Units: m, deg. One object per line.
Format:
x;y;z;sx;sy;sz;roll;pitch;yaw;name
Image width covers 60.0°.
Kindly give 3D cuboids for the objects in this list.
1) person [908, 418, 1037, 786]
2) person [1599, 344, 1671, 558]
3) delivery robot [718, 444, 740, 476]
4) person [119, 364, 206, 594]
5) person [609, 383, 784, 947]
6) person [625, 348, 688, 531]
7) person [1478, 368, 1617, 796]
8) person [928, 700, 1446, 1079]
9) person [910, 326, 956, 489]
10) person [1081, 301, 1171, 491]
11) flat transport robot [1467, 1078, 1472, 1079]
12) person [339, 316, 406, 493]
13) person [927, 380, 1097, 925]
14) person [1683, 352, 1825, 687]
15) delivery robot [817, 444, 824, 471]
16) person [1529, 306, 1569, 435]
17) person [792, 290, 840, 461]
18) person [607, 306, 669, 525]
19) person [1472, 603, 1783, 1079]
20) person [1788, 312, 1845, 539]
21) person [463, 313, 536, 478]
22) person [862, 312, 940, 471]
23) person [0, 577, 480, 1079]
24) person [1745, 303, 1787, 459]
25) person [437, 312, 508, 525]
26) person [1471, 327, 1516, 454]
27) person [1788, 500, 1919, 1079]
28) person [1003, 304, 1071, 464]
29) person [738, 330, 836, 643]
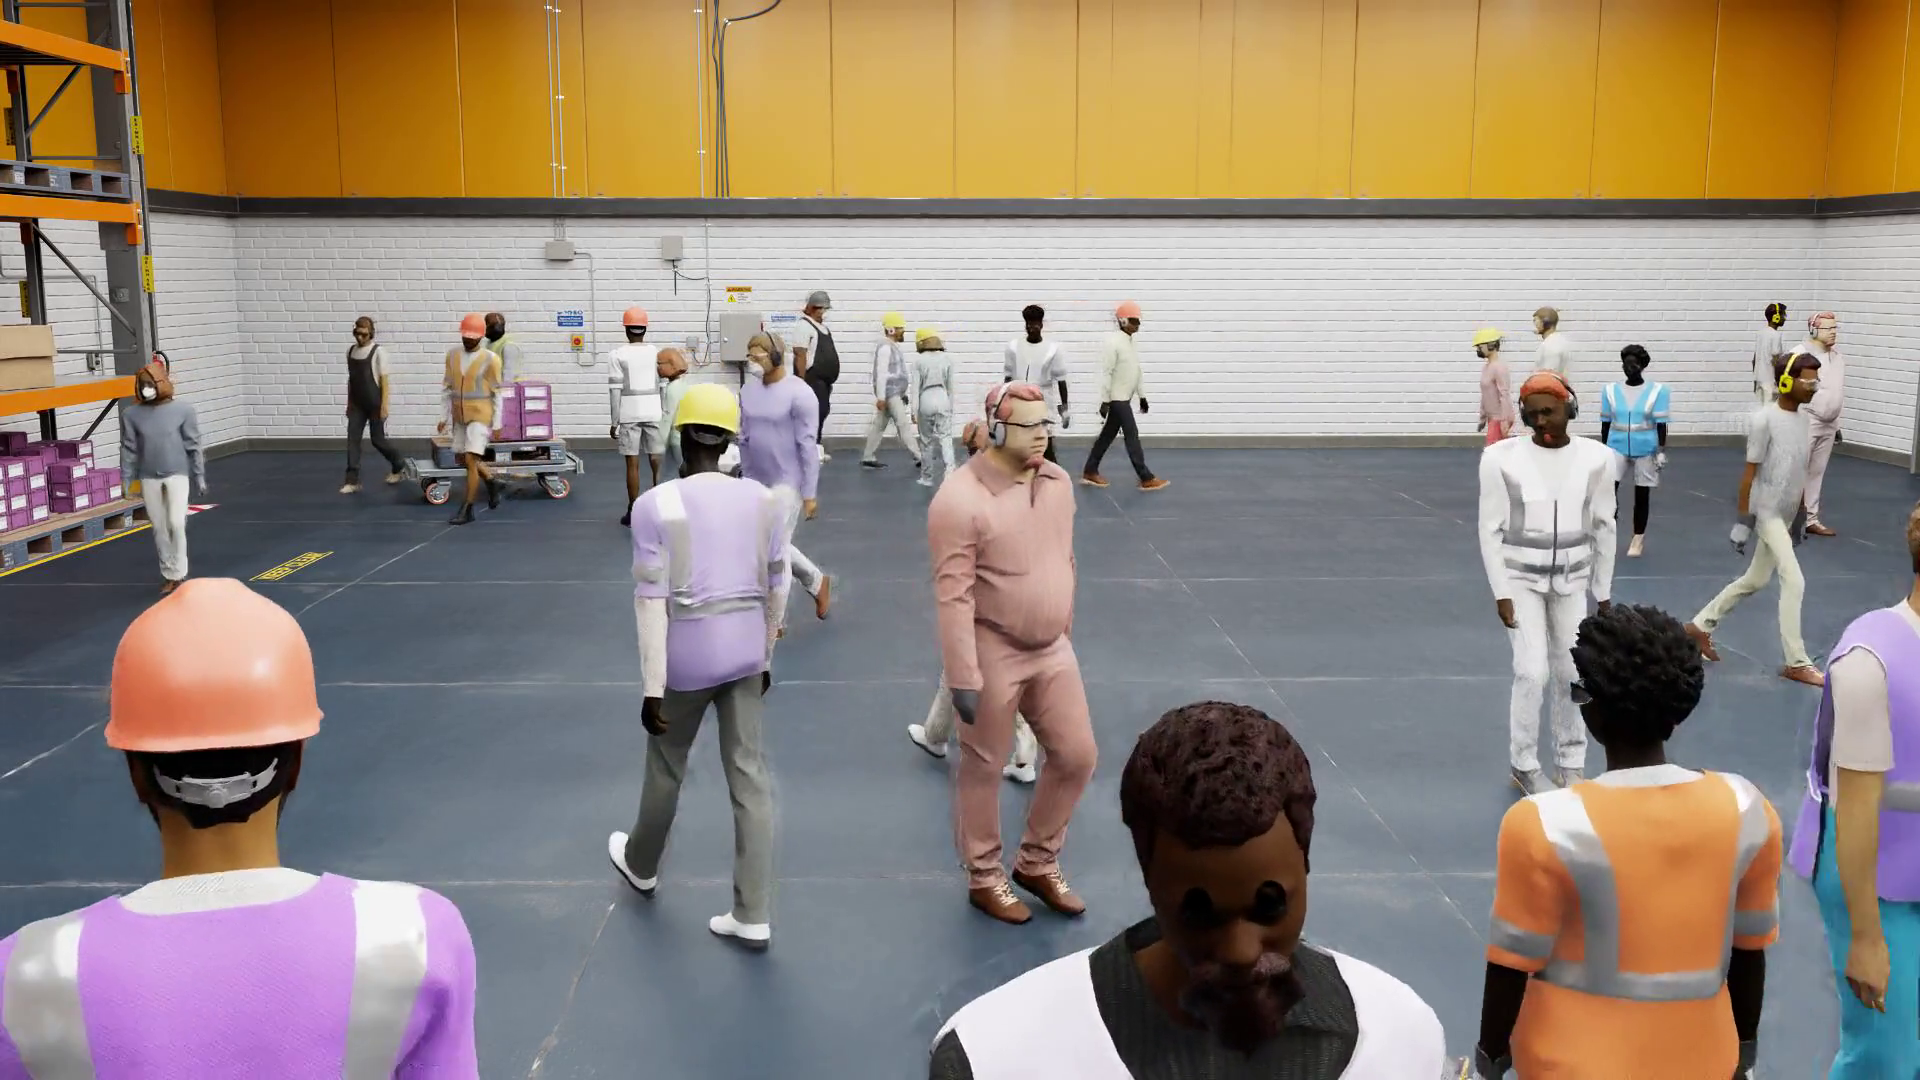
0.092;0.256;7.458;0.547;1.596;0.825;-6;11;-33;person
5.234;-0.679;12.970;0.547;1.678;0.545;6;11;34;person
-2.512;-0.856;17.217;0.707;0.478;0.477;-2;9;-15;delivery robot
-5.518;-0.396;11.463;0.527;1.609;0.616;-1;9;-8;person
-0.901;0.404;5.751;0.607;1.867;0.994;-7;12;-37;person
-2.470;-0.798;13.925;0.811;1.592;0.504;-1;9;-5;person
2.487;0.199;7.061;0.591;1.856;0.438;0;9;1;person
0.238;1.058;1.824;0.574;1.865;1.008;-2;9;-11;person
-0.259;-1.355;17.120;0.499;1.695;0.845;-3;10;-20;person
1.685;-1.480;17.135;1.046;1.940;0.631;4;10;24;person
0.789;1.497;3.946;0.652;0.197;1.431;4;10;24;flat transport robot
-6.030;-1.396;17.060;0.571;1.814;0.823;4;10;22;person
0.217;0.404;5.684;0.681;1.887;0.546;-8;12;-40;person
4.511;-0.147;9.316;0.531;1.826;0.937;-7;12;-37;person
-1.790;-0.884;17.389;0.707;0.478;0.477;-2;9;-15;delivery robot
5.782;-1.307;16.116;0.680;1.916;0.638;3;10;16;person
-1.666;-1.926;19.520;0.536;2.000;0.704;3;10;18;person
-2.843;-1.088;14.694;0.547;1.938;0.378;-5;10;-28;person
1.171;0.945;2.986;0.551;1.683;0.360;-2;10;-14;person
7.218;-0.966;14.041;0.640;1.910;0.407;-5;10;-26;person
-5.016;-1.533;17.881;0.955;1.786;0.649;-8;12;-41;person
-0.697;-1.655;18.631;0.916;1.779;0.621;1;9;4;person
-0.814;1.009;1.916;0.550;1.922;0.650;-3;10;-20;person
9.524;-1.852;19.594;0.310;1.868;0.532;0;9;-1;person
-4.327;-1.103;14.939;0.628;1.891;0.754;4;10;22;person
4.948;-1.094;15.369;0.502;1.736;0.543;1;9;7;person
2.049;0.775;3.618;0.562;1.829;0.429;-5;11;-29;person
0.679;-1.309;16.130;0.819;1.924;0.558;3;10;20;person
-1.059;-0.335;10.202;0.644;1.914;0.811;8;12;41;person
